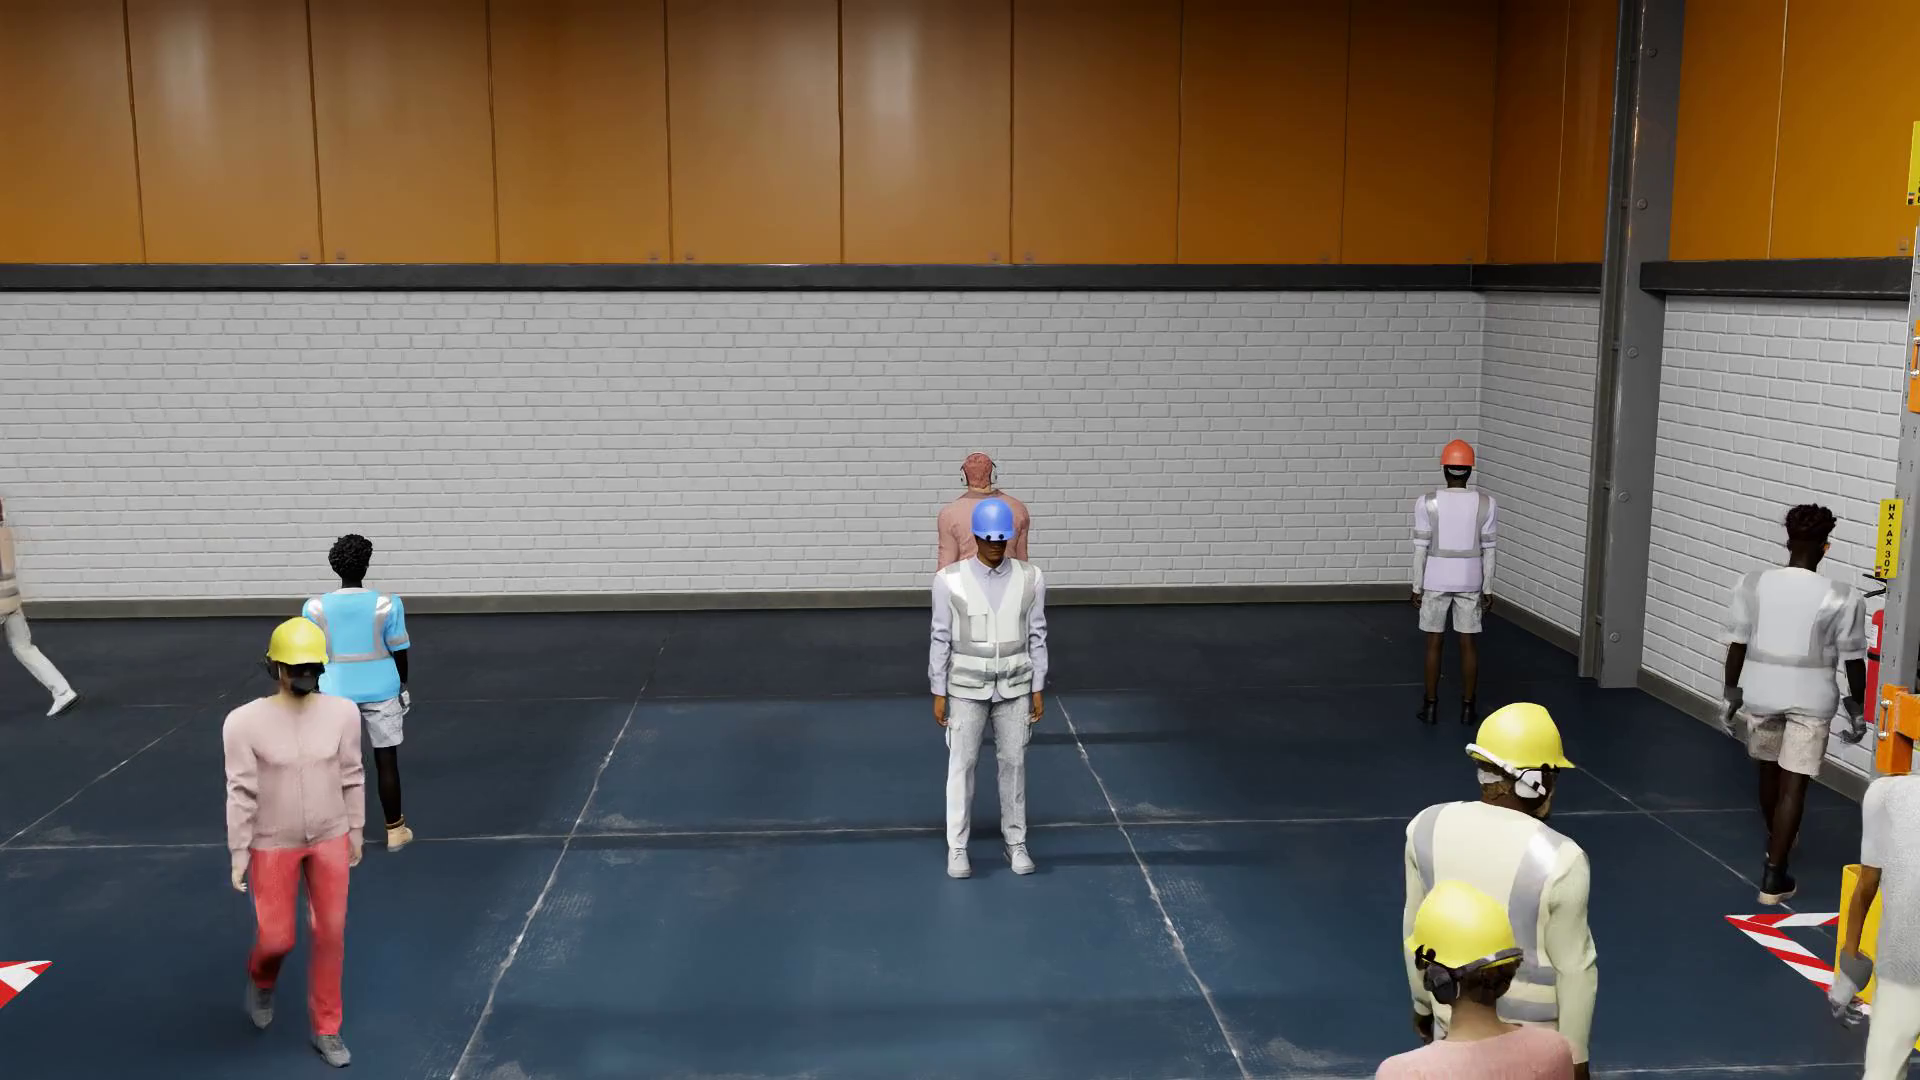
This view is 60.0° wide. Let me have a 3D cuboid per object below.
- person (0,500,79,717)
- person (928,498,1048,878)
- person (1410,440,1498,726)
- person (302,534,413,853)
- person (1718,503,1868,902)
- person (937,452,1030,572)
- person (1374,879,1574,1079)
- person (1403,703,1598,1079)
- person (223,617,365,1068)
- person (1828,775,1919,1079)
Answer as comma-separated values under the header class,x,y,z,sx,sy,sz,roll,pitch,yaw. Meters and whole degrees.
class,x,y,z,sx,sy,sz,roll,pitch,yaw
person,-6.482,0.446,11.272,0.830,1.604,0.524,-1,9,-7
person,0.146,0.741,8.384,0.610,1.938,0.410,-2,9,-12
person,3.323,0.289,11.229,0.552,1.934,0.364,2,9,9
person,-3.139,0.811,8.706,0.533,1.697,0.318,-2,9,-11
person,4.174,0.769,8.242,0.914,1.923,0.613,-8,12,-43
person,0.129,0.379,10.774,0.641,1.904,0.401,-4,10,-23
person,1.138,1.606,3.630,0.516,1.720,0.912,-5,10,-29
person,1.562,1.368,4.799,0.404,1.826,0.587,-7,11,-38
person,-2.562,1.144,6.412,0.541,1.751,0.486,-7,12,-38
person,2.944,1.315,5.048,0.542,1.853,0.652,5,10,30
